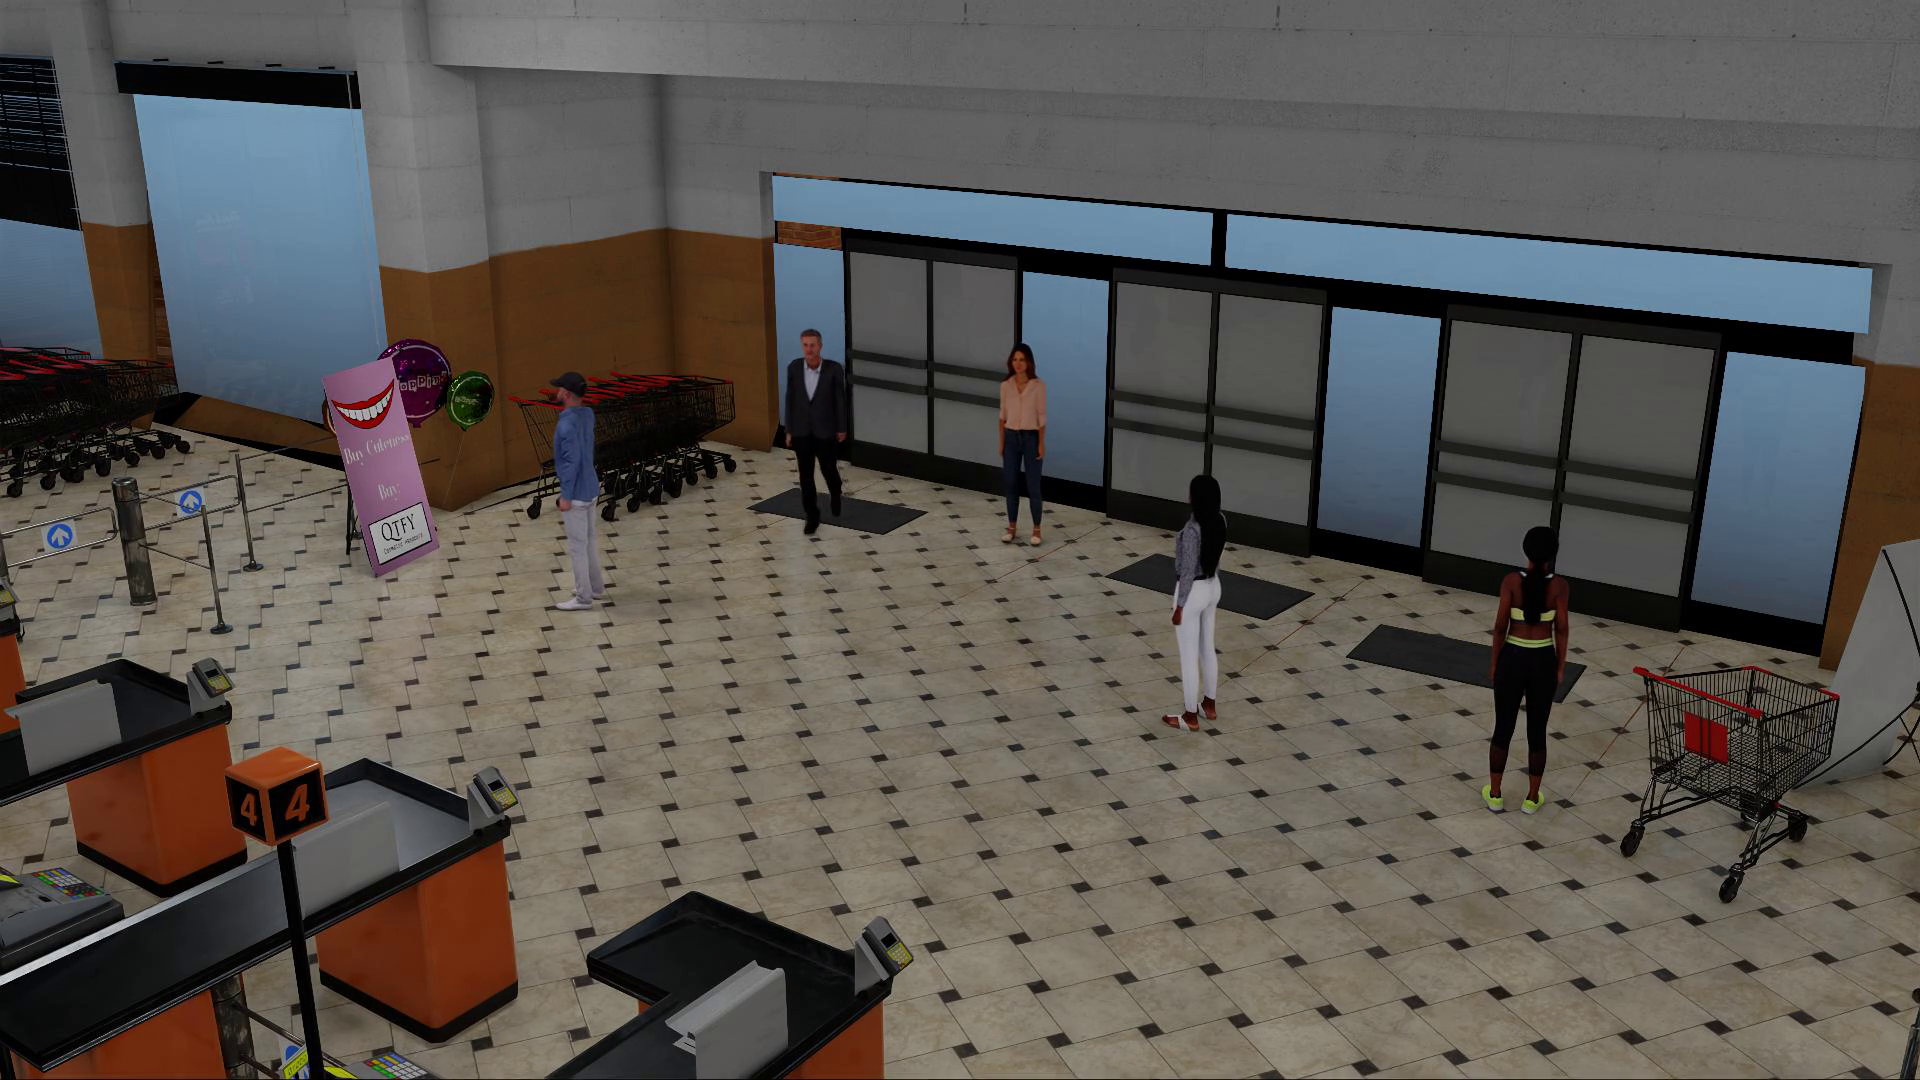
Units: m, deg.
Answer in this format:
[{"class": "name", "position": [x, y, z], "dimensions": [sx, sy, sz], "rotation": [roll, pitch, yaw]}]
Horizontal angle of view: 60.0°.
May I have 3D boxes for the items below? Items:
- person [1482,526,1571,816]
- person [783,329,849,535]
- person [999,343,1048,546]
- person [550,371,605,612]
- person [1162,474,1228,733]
[{"class": "person", "position": [3.305, 0.759, 9.700], "dimensions": [0.629, 1.755, 0.613], "rotation": [5, 19, 15]}, {"class": "person", "position": [-1.276, -0.992, 14.785], "dimensions": [0.921, 1.823, 1.002], "rotation": [2, 19, 7]}, {"class": "person", "position": [0.551, -0.833, 14.370], "dimensions": [0.649, 1.786, 0.634], "rotation": [6, 20, 18]}, {"class": "person", "position": [-2.962, -0.388, 12.892], "dimensions": [0.795, 1.888, 0.666], "rotation": [3, 19, 9]}, {"class": "person", "position": [1.545, 0.394, 10.829], "dimensions": [0.679, 1.724, 0.479], "rotation": [15, 24, 38]}]
